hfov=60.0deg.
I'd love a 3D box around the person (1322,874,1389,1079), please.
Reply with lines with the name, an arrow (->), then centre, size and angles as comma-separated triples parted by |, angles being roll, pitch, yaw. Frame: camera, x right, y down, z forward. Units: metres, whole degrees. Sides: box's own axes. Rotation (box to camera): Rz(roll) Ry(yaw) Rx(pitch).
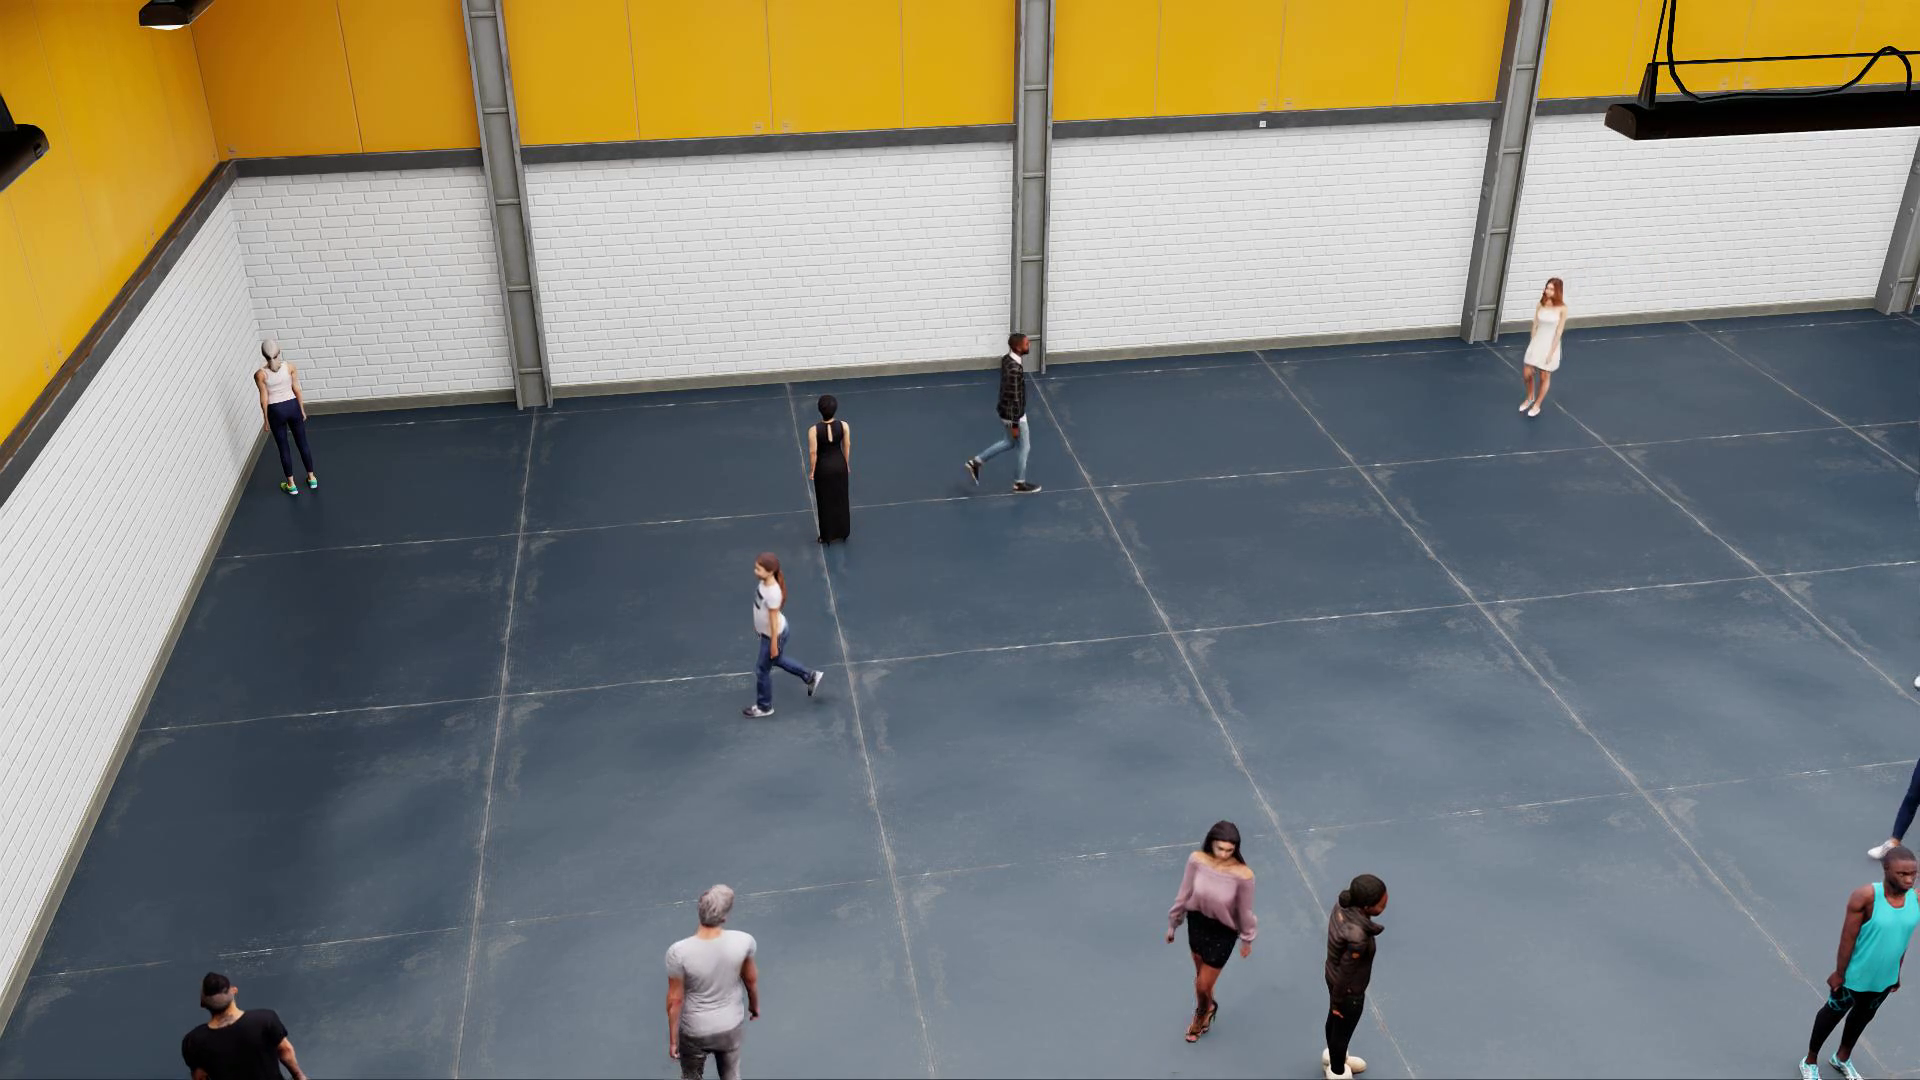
person -> 2.350, 2.706, 10.161 | 0.603, 1.660, 0.650 | -5, 29, -8

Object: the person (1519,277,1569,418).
person -> 6.795, -2.237, 19.185 | 0.682, 1.695, 0.738 | 25, 37, 37

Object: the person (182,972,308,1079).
person -> -3.904, 3.106, 9.231 | 0.980, 1.849, 0.837 | -9, 30, -16

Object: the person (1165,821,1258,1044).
person -> 1.642, 2.440, 10.508 | 0.816, 1.794, 0.872 | 21, 35, 34

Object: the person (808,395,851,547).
person -> -1.279, -0.688, 16.442 | 0.521, 1.604, 0.681 | -12, 31, -21

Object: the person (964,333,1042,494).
person -> 0.449, -1.301, 17.362 | 1.036, 1.798, 0.699 | -3, 29, -6

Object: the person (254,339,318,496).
person -> -7.091, -1.307, 17.474 | 0.624, 1.702, 0.737 | -21, 35, -34

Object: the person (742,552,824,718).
person -> -1.509, 0.760, 13.843 | 0.923, 1.549, 0.537 | -6, 29, -11

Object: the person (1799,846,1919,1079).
person -> 5.538, 2.616, 10.168 | 0.452, 1.811, 0.670 | -3, 29, -6

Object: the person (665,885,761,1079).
person -> -1.458, 2.876, 9.723 | 0.623, 1.780, 0.858 | -16, 32, -26
